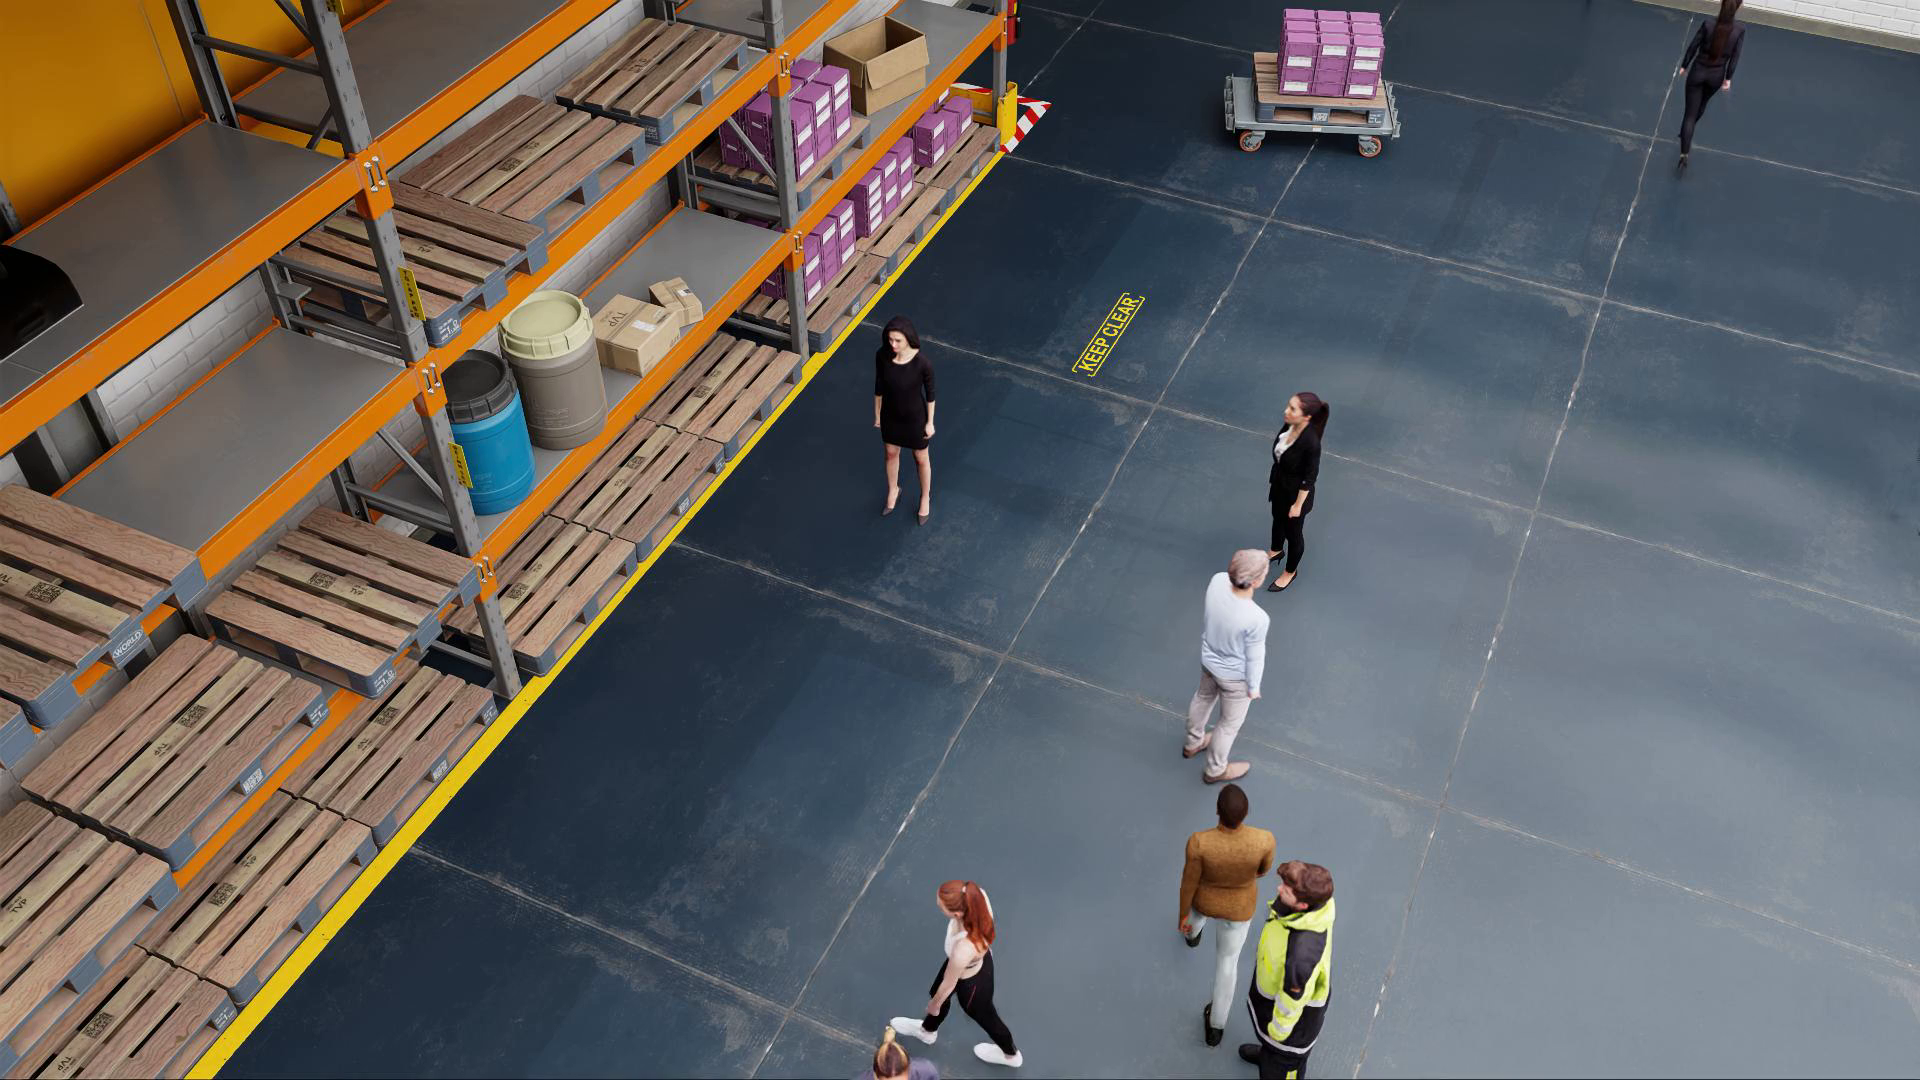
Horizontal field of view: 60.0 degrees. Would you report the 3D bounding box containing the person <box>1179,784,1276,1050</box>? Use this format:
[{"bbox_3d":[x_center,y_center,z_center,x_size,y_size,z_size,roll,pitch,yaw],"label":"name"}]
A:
[{"bbox_3d":[1.413,1.992,8.829,0.917,1.774,1.261,3,44,3],"label":"person"}]

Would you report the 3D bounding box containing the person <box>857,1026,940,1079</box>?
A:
[{"bbox_3d":[-0.306,2.825,8.076,0.771,1.606,0.847,-8,44,-8],"label":"person"}]

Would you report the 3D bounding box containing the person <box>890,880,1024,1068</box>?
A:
[{"bbox_3d":[0.154,2.286,8.560,0.822,1.719,0.985,9,44,9],"label":"person"}]

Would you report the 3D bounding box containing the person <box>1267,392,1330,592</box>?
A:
[{"bbox_3d":[2.276,-0.351,11.370,0.751,1.662,0.680,-11,45,-11],"label":"person"}]

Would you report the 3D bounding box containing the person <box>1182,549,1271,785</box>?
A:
[{"bbox_3d":[1.607,0.761,10.039,0.776,1.888,0.751,-21,48,-21],"label":"person"}]

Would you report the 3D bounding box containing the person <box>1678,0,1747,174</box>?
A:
[{"bbox_3d":[6.913,-4.228,15.434,0.728,1.670,1.079,10,45,11],"label":"person"}]

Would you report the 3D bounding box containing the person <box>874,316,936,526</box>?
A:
[{"bbox_3d":[-0.382,-0.844,11.786,0.613,1.802,0.509,15,46,15],"label":"person"}]

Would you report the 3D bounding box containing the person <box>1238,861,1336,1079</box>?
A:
[{"bbox_3d":[1.681,2.266,8.393,0.890,1.979,0.696,6,44,6],"label":"person"}]
